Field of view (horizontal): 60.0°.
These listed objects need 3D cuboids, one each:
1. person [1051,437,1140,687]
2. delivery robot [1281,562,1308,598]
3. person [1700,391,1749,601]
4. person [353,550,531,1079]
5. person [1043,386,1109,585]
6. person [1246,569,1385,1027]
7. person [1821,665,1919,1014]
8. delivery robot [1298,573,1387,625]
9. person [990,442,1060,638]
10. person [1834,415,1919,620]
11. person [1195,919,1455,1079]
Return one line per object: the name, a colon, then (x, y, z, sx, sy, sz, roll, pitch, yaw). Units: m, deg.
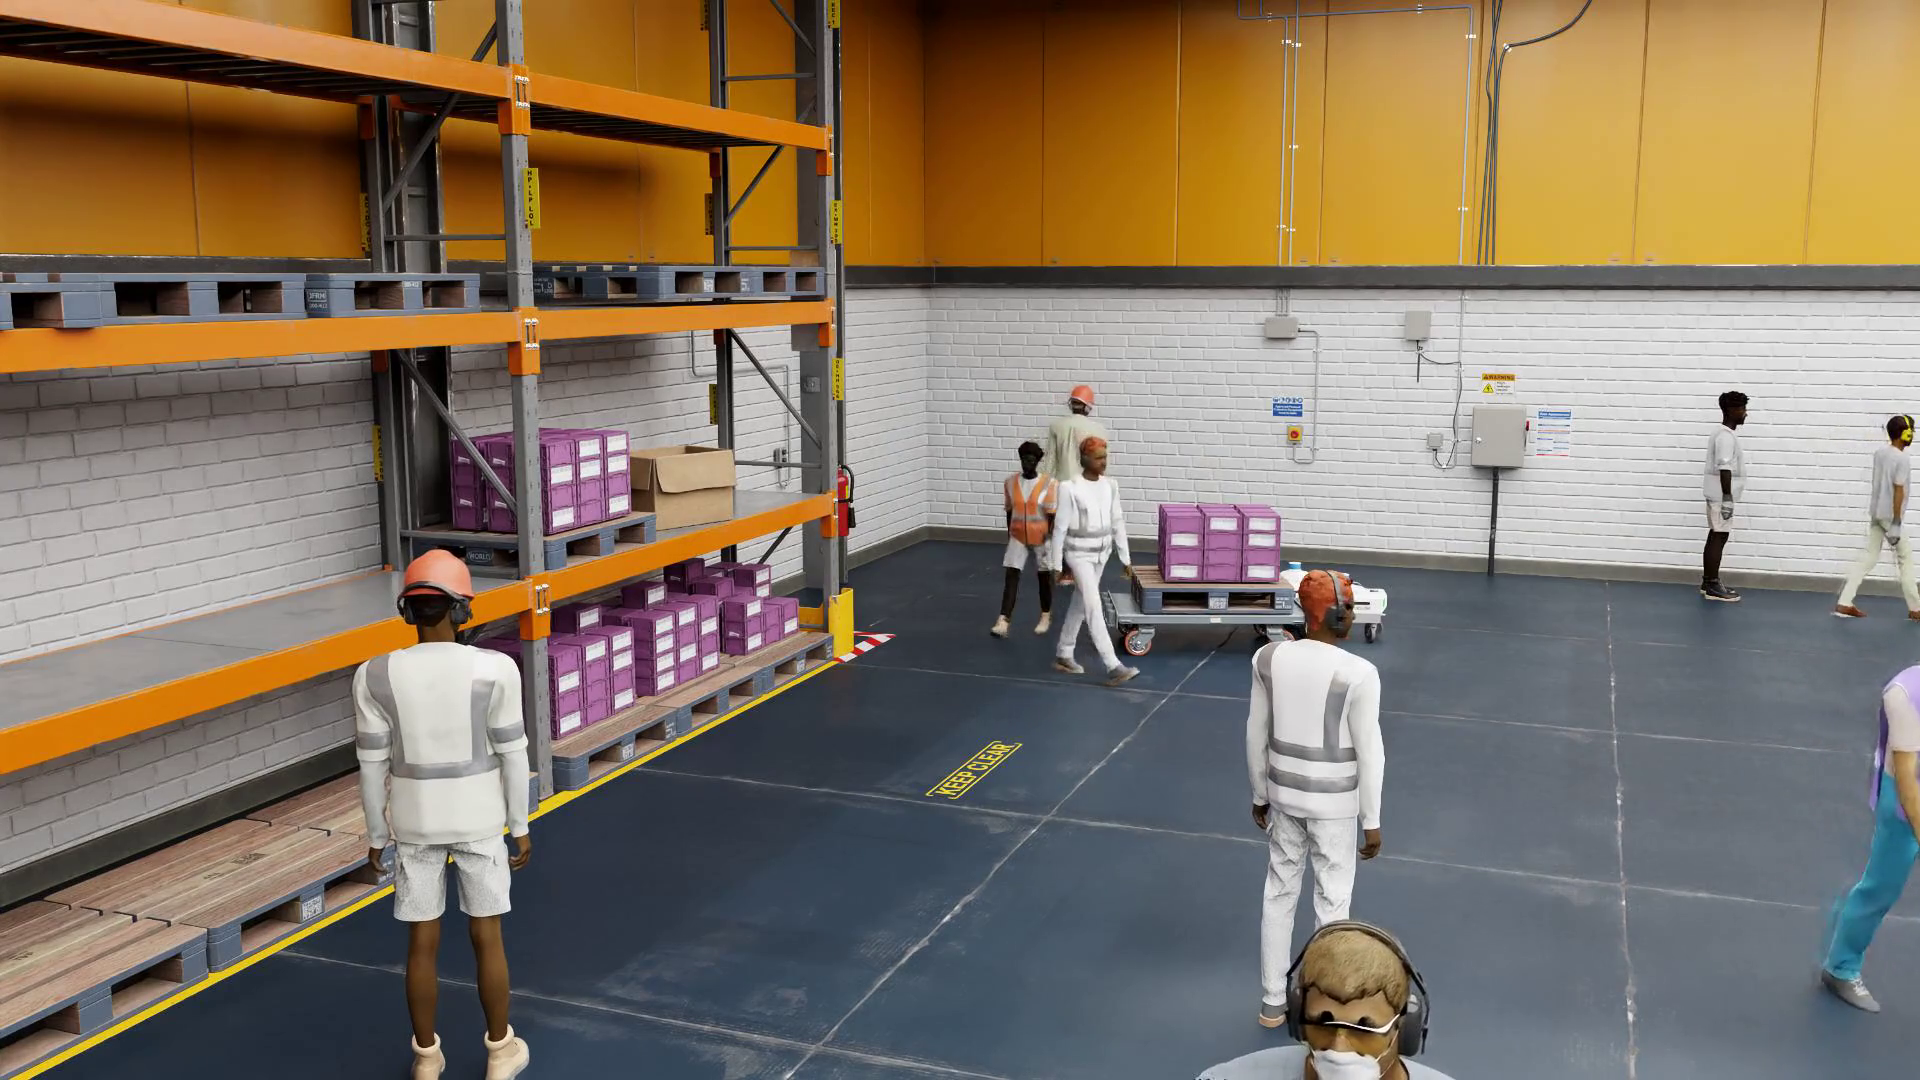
person: (1.021, 0.153, 12.394, 0.606, 1.829, 0.969, -8, 12, -40)
delivery robot: (2.883, 0.432, 14.363, 0.707, 0.478, 0.477, -7, 12, -39)
person: (7.165, -0.420, 15.586, 0.362, 1.965, 0.612, 3, 9, 18)
person: (-1.897, 1.047, 6.171, 0.605, 2.033, 0.391, -1, 9, -8)
person: (1.195, -0.563, 16.565, 0.602, 1.931, 1.054, 5, 10, 28)
person: (1.410, 1.050, 6.615, 0.584, 1.881, 0.337, 8, 12, 43)
person: (3.838, 1.111, 6.545, 0.558, 1.789, 1.011, -2, 9, -13)
delivery robot: (3.174, 0.520, 13.811, 0.707, 0.478, 0.477, 1, 9, 8)
person: (0.568, 0.013, 13.839, 0.533, 1.651, 0.814, 4, 10, 22)
person: (8.196, -0.190, 14.614, 0.889, 1.825, 0.549, 0, 9, -3)
person: (0.683, 1.600, 2.988, 0.629, 1.940, 0.377, 3, 9, 17)
